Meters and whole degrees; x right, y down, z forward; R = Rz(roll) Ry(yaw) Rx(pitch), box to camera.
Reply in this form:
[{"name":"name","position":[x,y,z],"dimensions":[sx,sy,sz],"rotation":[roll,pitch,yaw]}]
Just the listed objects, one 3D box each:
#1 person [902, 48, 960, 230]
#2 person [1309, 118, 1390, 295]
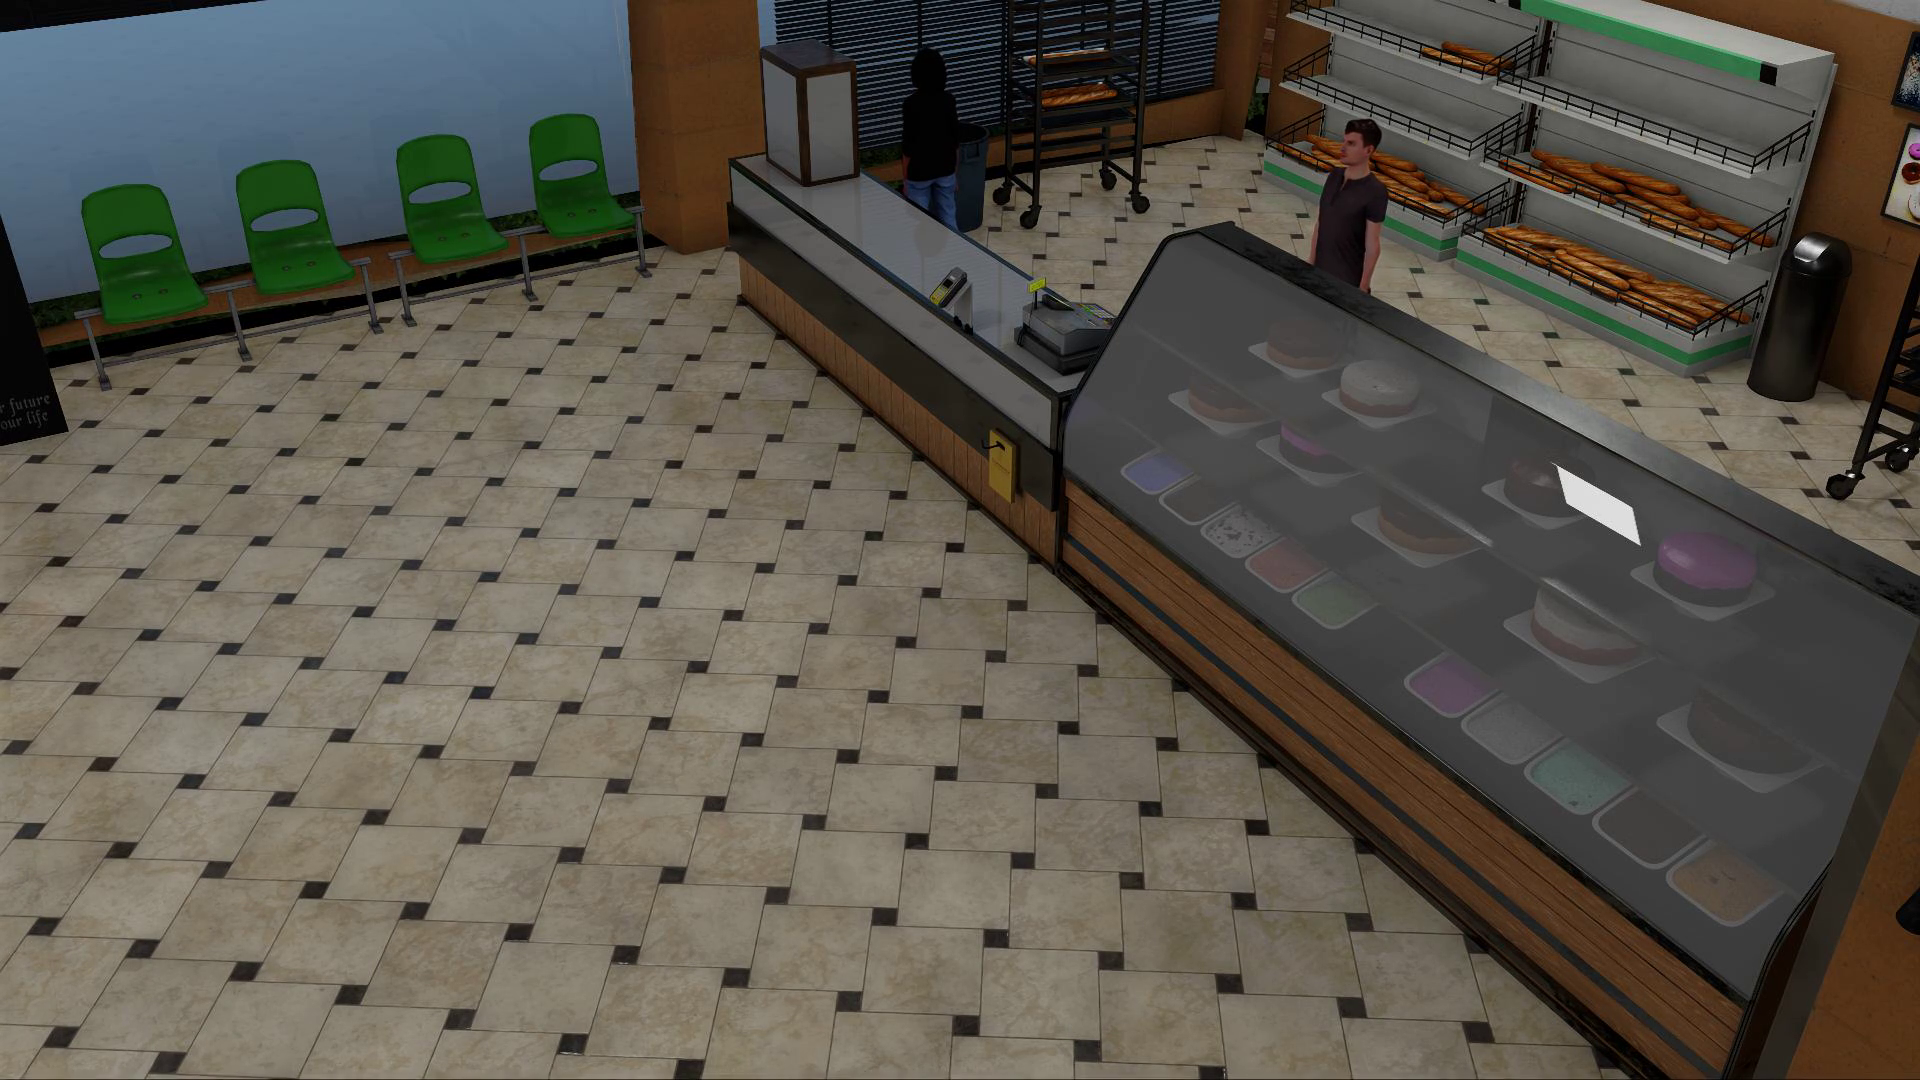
[{"name":"person","position":[-0.196,-2.394,10.982],"dimensions":[0.533,1.701,0.672],"rotation":[-11,33,-17]},{"name":"person","position":[2.144,-1.457,9.333],"dimensions":[0.523,1.853,0.631],"rotation":[-17,36,-25]}]
